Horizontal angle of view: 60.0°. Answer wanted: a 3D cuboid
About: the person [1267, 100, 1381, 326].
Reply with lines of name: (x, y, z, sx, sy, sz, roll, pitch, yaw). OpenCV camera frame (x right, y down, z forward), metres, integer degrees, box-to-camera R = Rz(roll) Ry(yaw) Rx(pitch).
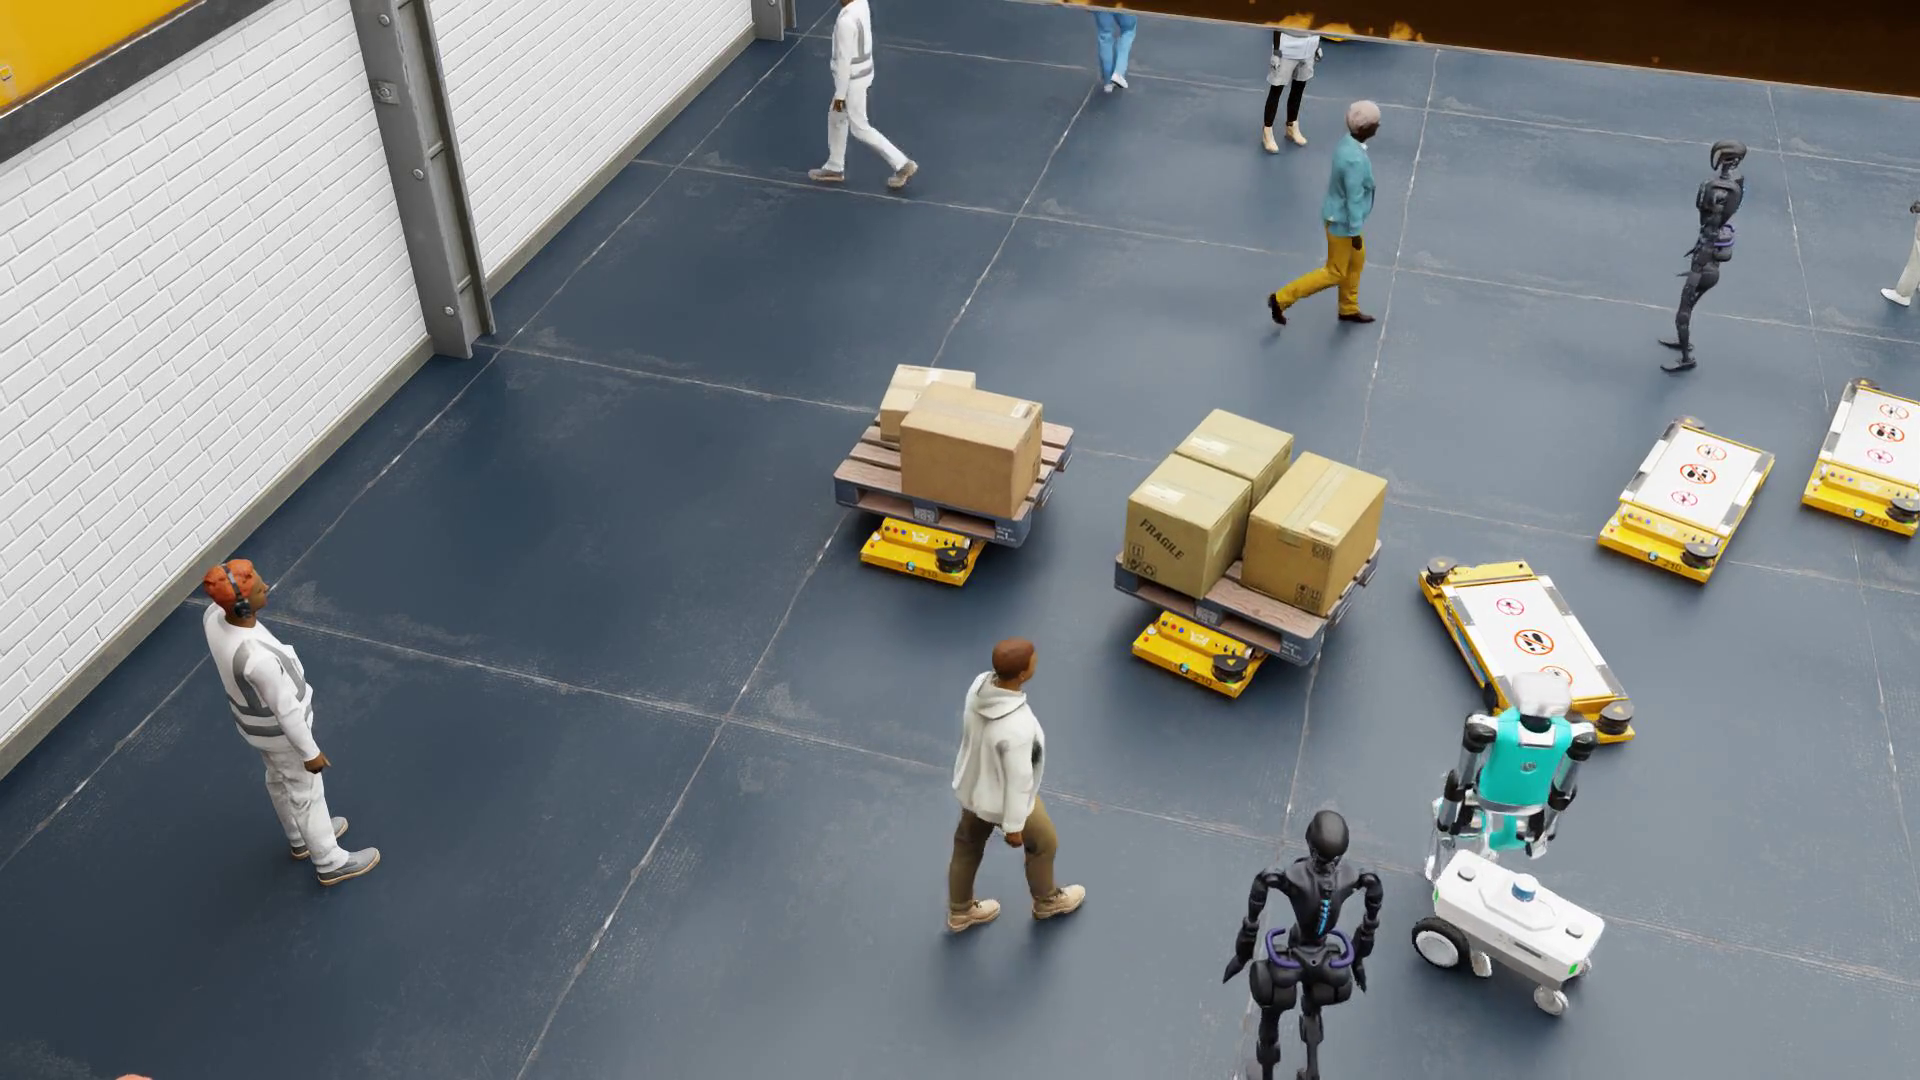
person: (2.624, -2.245, 11.626, 0.745, 1.721, 0.525, 6, 39, 7)

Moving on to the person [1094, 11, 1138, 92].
person: (1.374, -4.854, 14.890, 0.541, 1.700, 0.407, 14, 41, 17)

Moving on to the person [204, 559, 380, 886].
person: (-3.122, 0.847, 7.664, 0.356, 1.882, 0.573, -32, 49, -33)

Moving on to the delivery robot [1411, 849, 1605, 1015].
delivery robot: (2.504, 1.753, 7.609, 0.805, 0.612, 0.499, 26, 46, 29)

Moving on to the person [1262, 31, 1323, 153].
person: (2.823, -4.105, 13.969, 0.531, 1.697, 0.322, -16, 41, -19)

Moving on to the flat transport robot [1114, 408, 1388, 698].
flat transport robot: (1.628, 0.322, 9.604, 0.659, 0.231, 1.431, 23, 44, 26)

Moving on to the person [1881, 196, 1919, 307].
person: (7.092, -2.434, 11.936, 0.513, 1.639, 0.314, -6, 39, -7)

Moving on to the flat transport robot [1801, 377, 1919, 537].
flat transport robot: (5.922, -0.561, 10.702, 0.659, 0.231, 1.431, 22, 44, 25)

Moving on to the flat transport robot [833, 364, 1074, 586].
flat transport robot: (-0.035, -0.274, 10.345, 0.659, 0.231, 1.431, 14, 41, 17)

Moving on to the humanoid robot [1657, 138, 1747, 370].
humanoid robot: (5.058, -1.937, 11.289, 0.308, 1.643, 0.603, 14, 41, 16)

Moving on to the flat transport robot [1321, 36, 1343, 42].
flat transport robot: (3.879, -5.356, 16.667, 0.659, 0.231, 1.431, 28, 47, 31)

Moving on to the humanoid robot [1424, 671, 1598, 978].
humanoid robot: (2.384, 1.105, 7.491, 0.530, 1.791, 0.848, 4, 39, 5)

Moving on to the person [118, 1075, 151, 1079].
person: (-2.555, 2.444, 5.636, 0.541, 1.936, 0.359, 11, 40, 14)

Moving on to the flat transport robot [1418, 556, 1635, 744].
flat transport robot: (3.133, 0.594, 9.265, 0.659, 0.231, 1.431, -5, 39, -7)

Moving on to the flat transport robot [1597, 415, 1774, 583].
flat transport robot: (4.548, -0.282, 10.355, 0.659, 0.231, 1.431, 24, 45, 27)

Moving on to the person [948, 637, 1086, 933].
person: (0.271, 1.096, 7.460, 0.773, 1.733, 0.546, -19, 43, -22)

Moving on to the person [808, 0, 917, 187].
person: (-0.804, -3.695, 13.338, 0.877, 1.851, 0.578, 5, 39, 6)

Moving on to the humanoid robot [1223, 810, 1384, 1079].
humanoid robot: (1.384, 1.730, 6.737, 0.589, 1.650, 0.358, -1, 39, -2)
